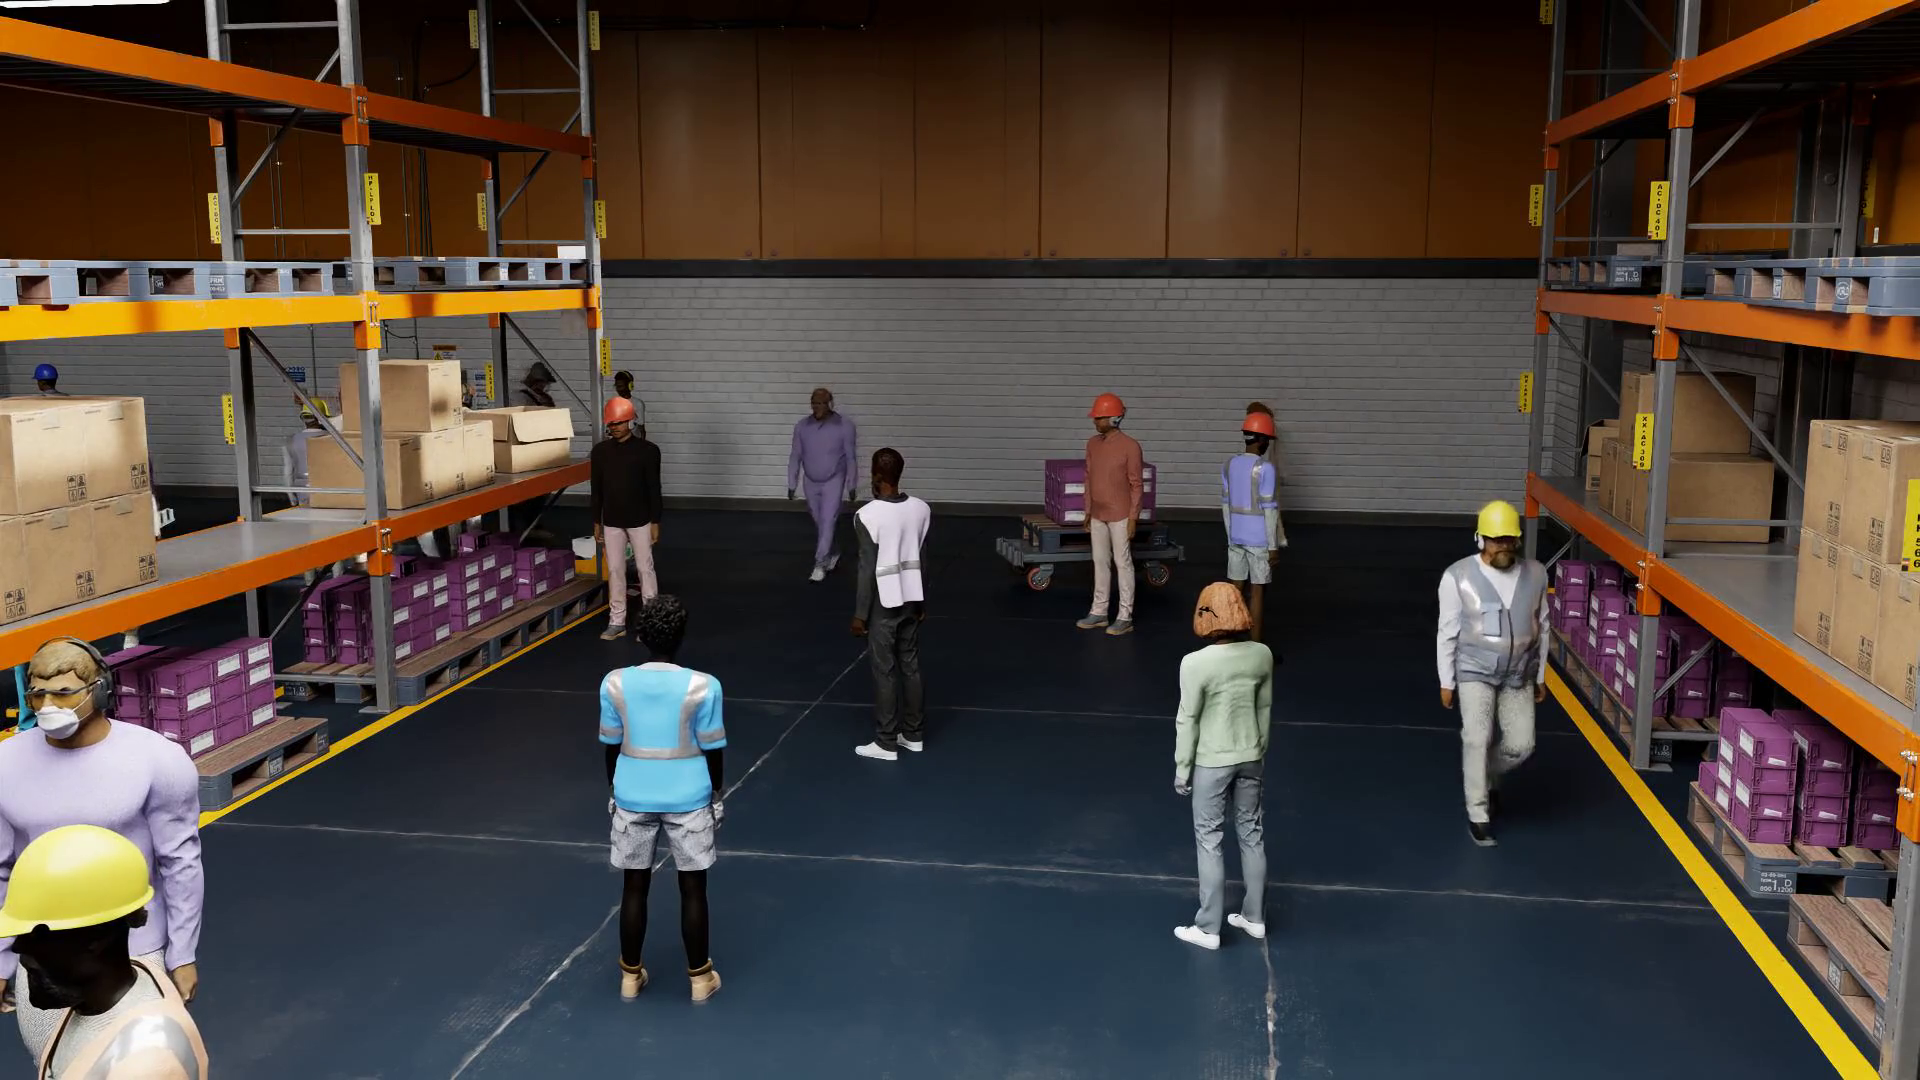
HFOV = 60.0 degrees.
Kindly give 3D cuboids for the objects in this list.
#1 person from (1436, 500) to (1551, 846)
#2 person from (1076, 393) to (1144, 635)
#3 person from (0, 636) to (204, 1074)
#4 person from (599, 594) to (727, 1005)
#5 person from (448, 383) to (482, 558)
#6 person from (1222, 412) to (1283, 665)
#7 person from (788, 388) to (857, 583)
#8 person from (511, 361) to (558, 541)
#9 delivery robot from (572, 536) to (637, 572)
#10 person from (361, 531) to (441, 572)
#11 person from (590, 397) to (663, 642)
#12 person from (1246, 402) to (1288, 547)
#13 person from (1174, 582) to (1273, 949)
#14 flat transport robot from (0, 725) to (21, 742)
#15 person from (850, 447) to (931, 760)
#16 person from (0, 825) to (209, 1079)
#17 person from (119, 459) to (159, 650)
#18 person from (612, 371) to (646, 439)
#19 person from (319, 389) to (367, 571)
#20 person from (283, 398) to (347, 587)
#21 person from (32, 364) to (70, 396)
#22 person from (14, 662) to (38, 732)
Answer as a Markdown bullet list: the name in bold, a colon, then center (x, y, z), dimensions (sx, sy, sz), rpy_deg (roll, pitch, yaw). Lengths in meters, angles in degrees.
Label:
- **person**: center (2.787, 0.680, 8.736), dimensions (0.609, 1.812, 0.470), rpy_deg (-1, 9, -4)
- **person**: center (1.237, -0.215, 13.727), dimensions (0.392, 1.991, 0.613), rpy_deg (-7, 12, -39)
- **person**: center (-2.577, 1.234, 4.953), dimensions (0.630, 1.940, 0.370), rpy_deg (-1, 9, -9)
- **person**: center (-1.207, 1.061, 6.800), dimensions (0.533, 1.690, 0.322), rpy_deg (1, 9, 6)
- **person**: center (-5.140, -0.714, 17.286), dimensions (0.622, 1.838, 0.429), rpy_deg (5, 11, 29)
- **person**: center (2.233, -0.009, 12.649), dimensions (0.369, 1.929, 0.542), rpy_deg (-6, 11, -33)
- **person**: center (-1.345, -0.571, 16.337), dimensions (0.660, 1.862, 0.994), rpy_deg (3, 10, 18)
- **person**: center (-4.646, -0.989, 18.347), dimensions (0.542, 2.000, 0.742), rpy_deg (1, 9, 7)
- **delivery robot**: center (-3.350, 0.098, 15.922), dimensions (0.707, 0.478, 0.477), rpy_deg (4, 10, 24)
- **person**: center (-5.472, -0.530, 16.275), dimensions (0.781, 1.796, 0.662), rpy_deg (-3, 10, -19)
- **person**: center (-2.696, -0.160, 13.410), dimensions (0.617, 1.986, 0.400), rpy_deg (2, 9, 11)
- **person**: center (3.231, -0.677, 17.738), dimensions (0.406, 1.604, 0.528), rpy_deg (7, 12, 38)
- **person**: center (1.171, 0.995, 7.400), dimensions (0.498, 1.626, 0.289), rpy_deg (-5, 11, -29)
- **flat transport robot**: center (-5.630, 1.079, 11.036), dimensions (0.652, 0.197, 1.431), rpy_deg (1, 9, 8)
- **person**: center (-0.415, 0.391, 10.213), dimensions (0.375, 1.917, 0.598), rpy_deg (8, 12, 41)
- **person**: center (-1.679, 1.501, 3.342), dimensions (0.367, 1.927, 0.590), rpy_deg (-7, 11, -36)
- **person**: center (-6.806, -0.106, 13.424), dimensions (0.607, 1.885, 0.956), rpy_deg (-3, 10, -19)
- **person**: center (-3.794, -0.987, 18.902), dimensions (0.507, 1.859, 0.329), rpy_deg (6, 11, 33)
- **person**: center (-6.079, -0.573, 16.346), dimensions (0.615, 1.861, 0.784), rpy_deg (8, 12, 39)
- **person**: center (-5.899, -0.394, 15.348), dimensions (0.586, 1.824, 0.403), rpy_deg (0, 9, -1)
- **person**: center (-10.242, -1.017, 18.806), dimensions (0.390, 1.948, 0.605), rpy_deg (1, 9, 7)
- **person**: center (-5.707, 0.421, 10.285), dimensions (0.561, 1.836, 0.378), rpy_deg (-1, 9, -6)
